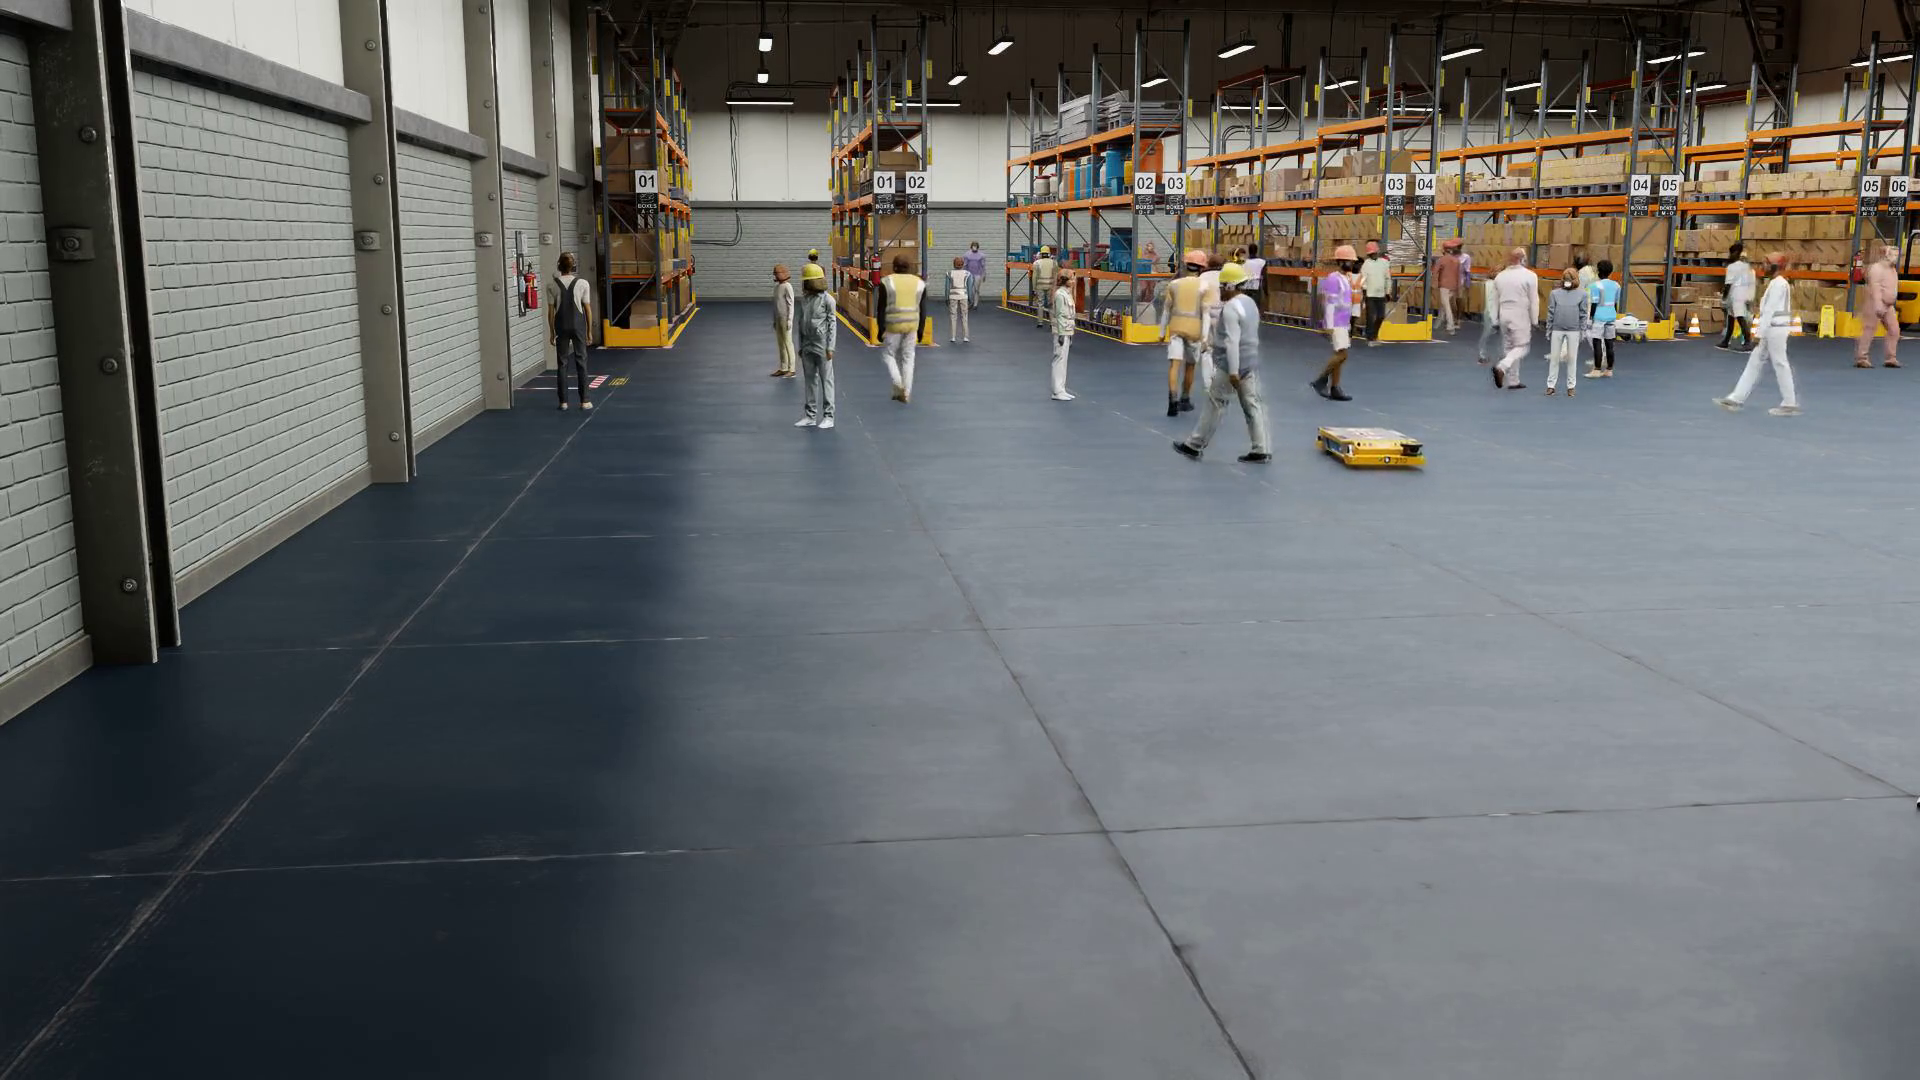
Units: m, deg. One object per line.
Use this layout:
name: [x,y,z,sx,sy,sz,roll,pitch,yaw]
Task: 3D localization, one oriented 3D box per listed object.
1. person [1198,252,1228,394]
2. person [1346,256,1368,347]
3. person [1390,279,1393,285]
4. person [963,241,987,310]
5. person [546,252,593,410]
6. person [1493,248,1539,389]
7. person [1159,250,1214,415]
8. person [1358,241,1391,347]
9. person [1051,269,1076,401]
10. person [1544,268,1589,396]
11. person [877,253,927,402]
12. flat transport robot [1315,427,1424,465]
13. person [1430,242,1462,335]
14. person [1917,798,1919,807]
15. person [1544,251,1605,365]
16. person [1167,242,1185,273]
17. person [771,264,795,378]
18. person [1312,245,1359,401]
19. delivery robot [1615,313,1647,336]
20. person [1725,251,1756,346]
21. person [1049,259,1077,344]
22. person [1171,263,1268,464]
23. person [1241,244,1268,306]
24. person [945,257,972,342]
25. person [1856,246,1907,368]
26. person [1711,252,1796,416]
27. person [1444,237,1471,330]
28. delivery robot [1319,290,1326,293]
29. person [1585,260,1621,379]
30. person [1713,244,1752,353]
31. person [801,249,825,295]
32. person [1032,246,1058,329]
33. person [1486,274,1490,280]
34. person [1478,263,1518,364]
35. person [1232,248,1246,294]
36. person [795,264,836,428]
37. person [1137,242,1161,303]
person: [3.281,-2.782,21.433,0.638,1.830,0.489,5,11,25]
person: [7.202,-4.364,30.522,0.541,1.673,0.364,1,10,4]
person: [12.415,-7.715,48.410,0.509,1.855,0.334,-4,11,-21]
person: [0.393,-7.260,45.741,0.666,1.906,0.861,1,10,6]
person: [-4.575,-2.443,19.526,0.508,1.846,0.345,-2,10,-9]
person: [7.329,-2.921,22.031,0.729,1.888,0.650,-7,12,-32]
person: [2.565,-2.373,19.049,0.617,1.888,0.954,4,11,22]
person: [7.616,-4.533,30.716,0.677,1.944,0.713,-2,10,-10]
person: [1.288,-2.555,20.722,0.311,1.634,0.513,2,11,12]
person: [7.749,-2.655,21.268,0.499,1.633,0.279,5,11,26]
person: [-0.722,-2.588,20.368,0.648,1.824,0.453,-4,11,-22]
flat transport robot: [3.732,-0.871,15.225,0.652,0.197,1.431,0,10,0]
person: [10.081,-5.235,34.631,0.734,1.924,1.007,-5,11,-26]
person: [3.656,0.041,5.677,0.367,1.926,0.594,-7,12,-34]
person: [9.859,-3.677,26.438,0.946,1.798,0.630,5,11,23]
person: [6.656,-8.321,51.208,0.537,2.000,0.686,1,10,5]
person: [-2.563,-3.164,24.057,0.268,1.632,0.507,-6,12,-32]
person: [4.690,-2.666,20.530,0.415,1.924,0.574,6,12,31]
delivery robot: [12.914,-4.144,32.129,0.477,0.478,0.707,-5,11,-25]
person: [14.537,-4.499,31.033,0.524,1.760,0.327,5,11,25]
person: [1.918,-4.351,30.608,0.522,1.617,0.685,-7,12,-34]
person: [2.392,-1.585,14.975,0.923,1.784,0.598,7,13,35]
person: [6.109,-5.207,34.636,0.599,1.860,1.021,5,11,24]
person: [-0.030,-4.643,32.150,0.523,1.638,0.310,-1,10,-3]
person: [14.256,-3.562,25.581,0.668,1.881,0.775,-7,12,-32]
person: [9.139,-2.346,18.975,0.947,1.839,0.600,4,11,21]
person: [10.804,-5.590,36.302,0.649,2.023,0.516,9,14,40]
delivery robot: [10.569,-7.016,47.875,0.477,0.478,0.707,-1,10,-5]
person: [9.209,-3.157,23.843,0.540,1.696,0.317,-5,12,-26]
person: [13.727,-4.257,29.383,0.648,1.890,0.886,-8,13,-38]
person: [-3.113,-5.311,35.458,0.524,1.769,0.315,0,10,2]
person: [1.879,-5.576,36.744,0.591,1.829,0.404,-1,10,-5]
person: [14.907,-7.358,46.462,0.565,1.846,0.390,-5,12,-27]
person: [8.533,-3.561,26.322,0.505,1.604,0.758,-6,12,-28]
person: [4.315,-3.614,25.909,0.383,1.855,0.565,7,13,35]
person: [-1.540,-2.056,17.700,0.483,1.737,0.312,7,13,35]
person: [5.225,-7.264,45.821,0.687,1.885,0.575,-1,10,-5]
